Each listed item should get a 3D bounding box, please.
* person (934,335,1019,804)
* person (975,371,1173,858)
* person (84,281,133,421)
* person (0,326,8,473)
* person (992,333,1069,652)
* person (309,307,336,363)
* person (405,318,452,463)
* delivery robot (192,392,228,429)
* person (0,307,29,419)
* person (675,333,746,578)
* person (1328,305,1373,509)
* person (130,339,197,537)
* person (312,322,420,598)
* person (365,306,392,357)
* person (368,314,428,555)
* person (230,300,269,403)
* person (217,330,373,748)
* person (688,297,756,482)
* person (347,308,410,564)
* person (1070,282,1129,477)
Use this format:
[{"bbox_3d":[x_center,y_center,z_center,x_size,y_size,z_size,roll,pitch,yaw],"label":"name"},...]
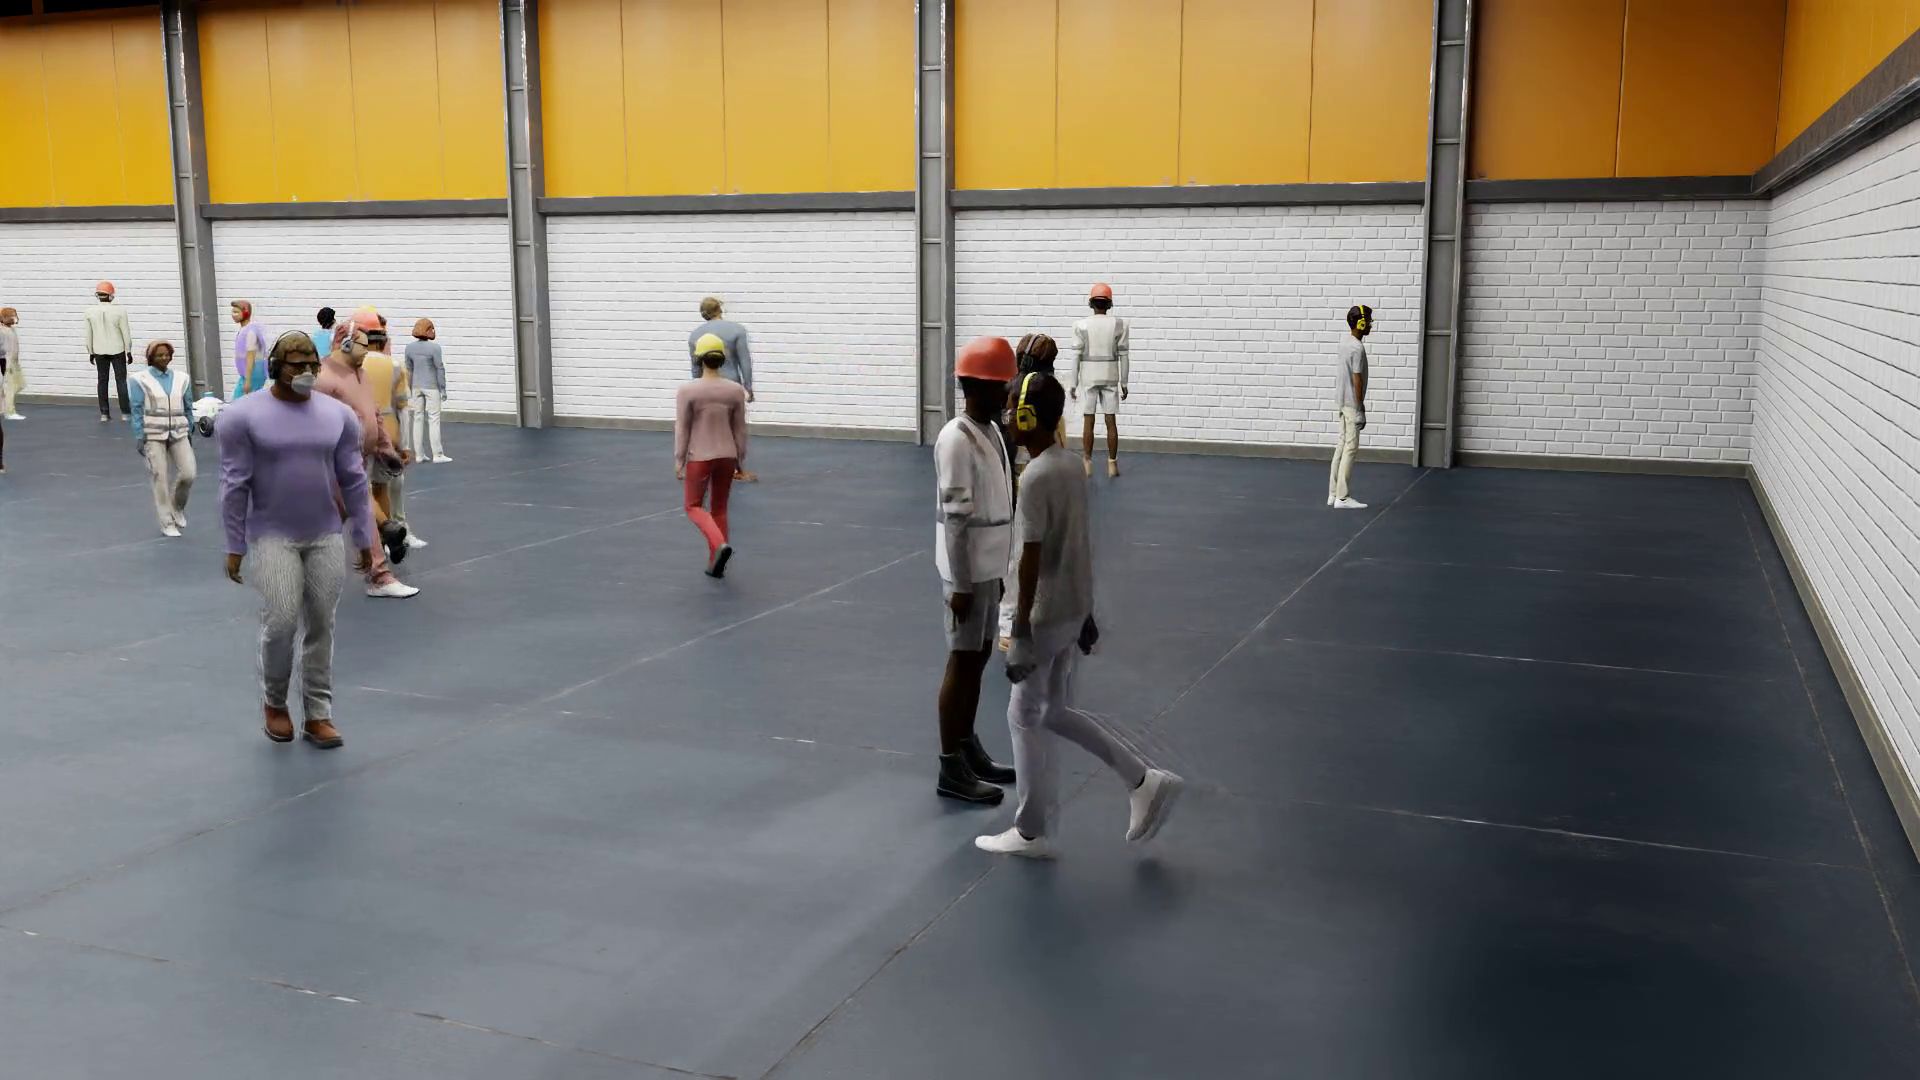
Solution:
[{"bbox_3d":[0.095,0.117,6.950,0.378,1.932,0.551,3,10,16],"label":"person"},{"bbox_3d":[0.406,0.298,6.156,0.635,1.843,0.566,4,10,22],"label":"person"},{"bbox_3d":[-12.185,-2.702,23.848,0.608,1.996,0.380,-1,9,-8],"label":"person"},{"bbox_3d":[-10.441,-1.667,17.678,0.396,1.962,0.642,6,11,33],"label":"person"},{"bbox_3d":[0.418,-0.268,9.584,0.429,1.839,0.621,6,11,33],"label":"person"},{"bbox_3d":[-7.956,-2.079,20.981,0.542,1.695,0.316,2,10,15],"label":"person"},{"bbox_3d":[-6.011,-1.682,18.762,0.497,1.634,0.278,3,10,19],"label":"person"},{"bbox_3d":[-9.825,-1.691,21.797,0.707,0.478,0.477,7,12,36],"label":"delivery robot"},{"bbox_3d":[-13.681,-2.542,24.007,0.349,1.621,0.518,-2,10,-14],"label":"person"},{"bbox_3d":[-1.724,-0.572,11.674,0.535,1.746,0.533,-6,11,-33],"label":"person"},{"bbox_3d":[3.598,-1.210,15.248,0.331,1.855,0.509,-1,9,-5],"label":"person"},{"bbox_3d":[-6.511,-0.829,13.622,0.383,1.628,0.519,9,13,42],"label":"person"},{"bbox_3d":[-4.149,-0.541,11.206,0.951,1.859,0.634,0,9,1],"label":"person"},{"bbox_3d":[-7.014,-1.909,19.867,0.553,1.744,0.408,1,9,3],"label":"person"},{"bbox_3d":[-4.403,-0.801,12.775,0.499,1.852,0.534,-2,10,-11],"label":"person"},{"bbox_3d":[-8.272,-1.876,19.373,0.455,1.826,0.581,-7,12,-36],"label":"person"},{"bbox_3d":[-3.017,0.007,7.628,0.659,1.929,0.419,-9,13,-43],"label":"person"},{"bbox_3d":[-2.445,-1.526,17.043,0.701,1.900,0.360,3,10,16],"label":"person"},{"bbox_3d":[-4.269,-0.733,12.174,0.750,1.914,0.544,9,13,44],"label":"person"},{"bbox_3d":[1.463,-1.672,17.469,0.616,2.041,0.378,0,9,-1],"label":"person"}]
